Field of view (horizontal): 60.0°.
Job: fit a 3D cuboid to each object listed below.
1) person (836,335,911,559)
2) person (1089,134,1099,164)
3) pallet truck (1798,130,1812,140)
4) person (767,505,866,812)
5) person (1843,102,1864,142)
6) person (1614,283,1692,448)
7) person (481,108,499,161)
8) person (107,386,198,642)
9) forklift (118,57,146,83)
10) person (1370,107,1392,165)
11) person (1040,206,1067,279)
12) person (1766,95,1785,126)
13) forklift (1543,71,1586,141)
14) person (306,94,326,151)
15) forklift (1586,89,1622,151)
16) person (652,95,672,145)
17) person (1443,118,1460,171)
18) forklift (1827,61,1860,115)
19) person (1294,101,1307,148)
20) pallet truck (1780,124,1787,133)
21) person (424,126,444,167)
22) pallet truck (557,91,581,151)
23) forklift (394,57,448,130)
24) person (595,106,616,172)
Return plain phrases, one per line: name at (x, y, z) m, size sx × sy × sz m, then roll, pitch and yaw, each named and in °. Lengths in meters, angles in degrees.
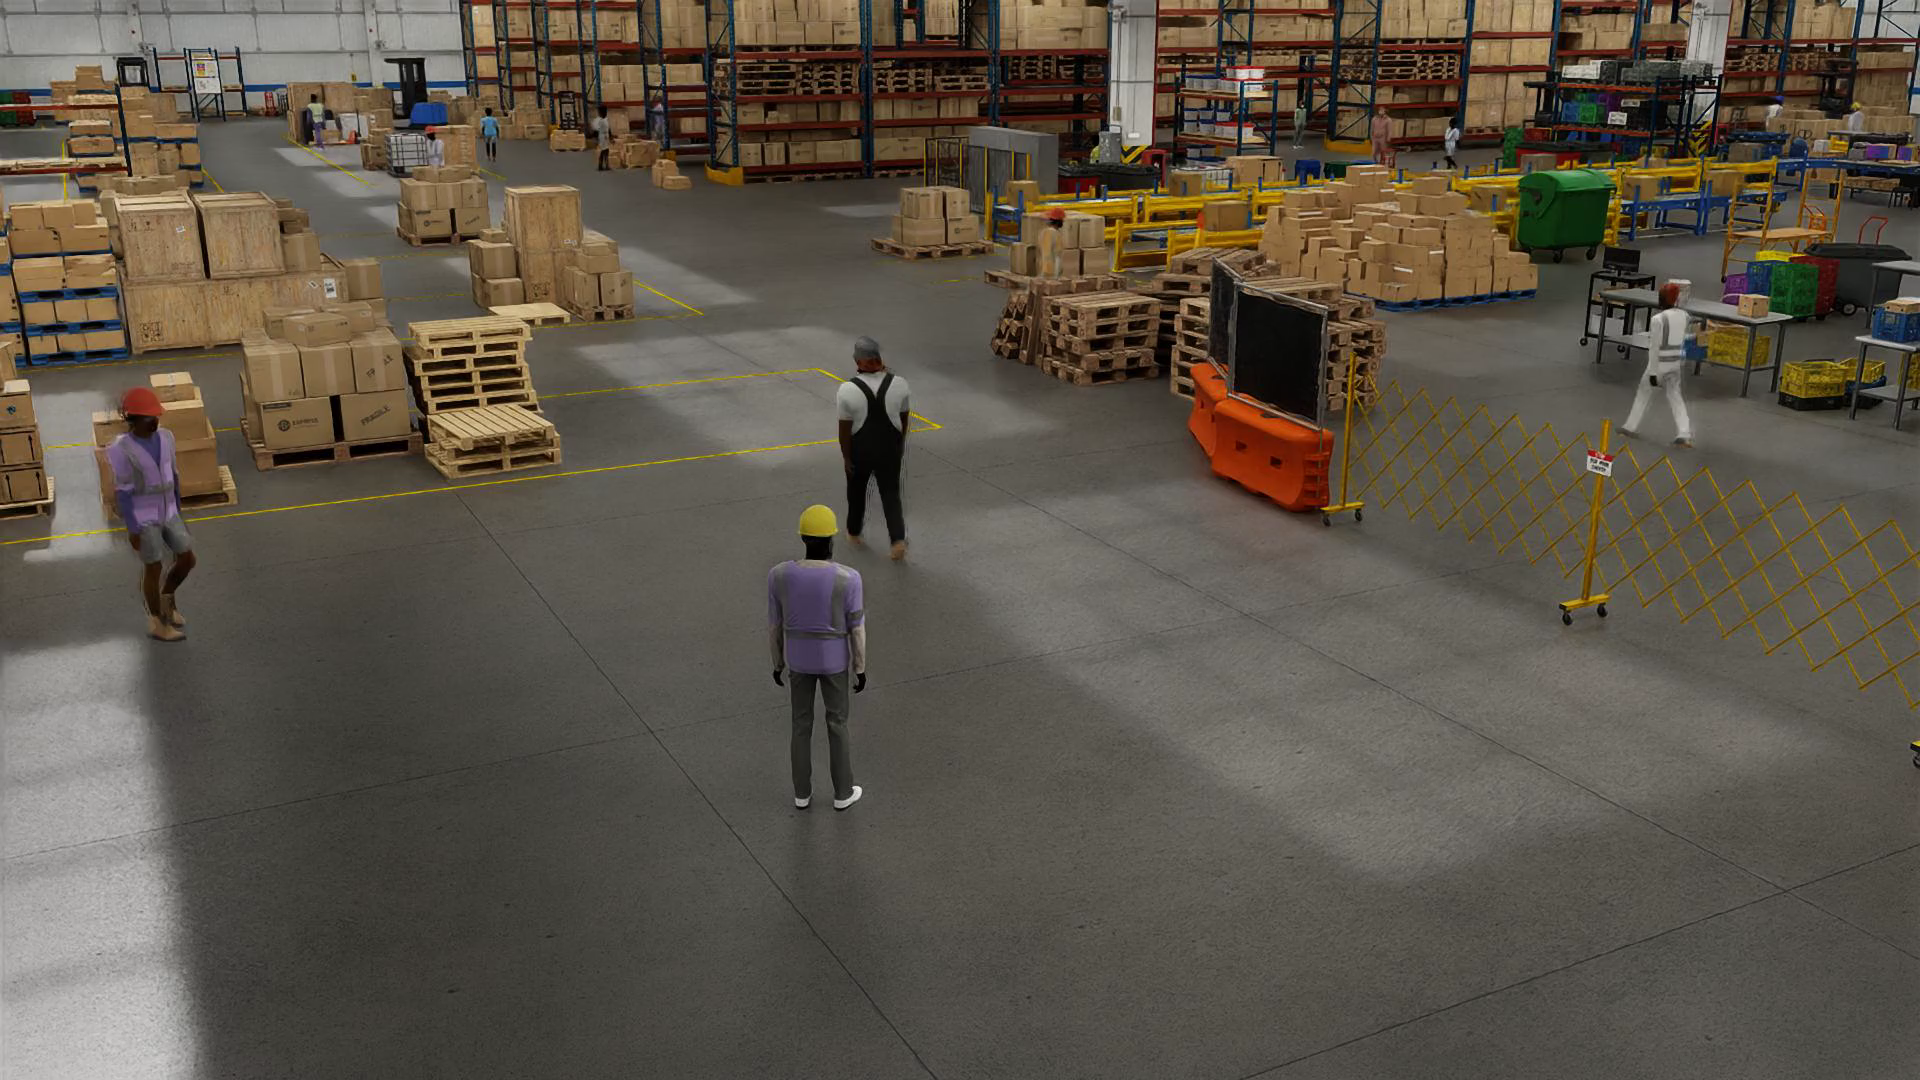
person at (-0.762, -0.854, 14.849) m, size 0.683 × 2.000 × 0.982 m, roll -5°, pitch 18°, yaw -15°
person at (3.414, -9.340, 41.861) m, size 0.317 × 1.695 × 0.540 m, roll 1°, pitch 18°, yaw 4°
pallet truck at (25.526, -11.556, 49.408) m, size 1.630 × 1.274 × 0.653 m, roll -9°, pitch 20°, yaw -26°
person at (-0.859, 0.723, 10.122) m, size 0.594 × 1.922 × 0.375 m, roll 3°, pitch 18°, yaw 8°
person at (29.048, -13.286, 53.991) m, size 0.584 × 1.804 × 0.866 m, roll -8°, pitch 19°, yaw -22°
person at (7.907, -1.957, 18.643) m, size 0.583 × 1.837 × 0.999 m, roll -8°, pitch 19°, yaw -23°
person at (-15.048, -12.989, 53.294) m, size 0.548 × 1.644 × 0.889 m, roll -6°, pitch 19°, yaw -18°
person at (-6.185, -0.187, 12.805) m, size 0.422 × 2.028 × 0.612 m, roll 8°, pitch 19°, yaw 23°
forklift at (-33.164, -17.981, 66.893) m, size 1.129 × 2.768 × 1.873 m, roll -9°, pitch 20°, yaw -26°
person at (12.739, -12.167, 50.414) m, size 0.653 × 1.865 × 0.901 m, roll 8°, pitch 20°, yaw 25°
person at (1.333, -4.074, 25.105) m, size 0.881 × 1.911 × 0.546 m, roll -12°, pitch 21°, yaw -32°
person at (27.396, -13.940, 55.840) m, size 0.734 × 1.913 × 0.623 m, roll -8°, pitch 20°, yaw -24°
forklift at (18.685, -13.231, 52.085) m, size 1.873 × 2.768 × 1.129 m, roll -9°, pitch 20°, yaw -26°
person at (-22.206, -14.351, 57.189) m, size 0.924 × 1.881 × 0.599 m, roll 10°, pitch 20°, yaw 29°
forklift at (21.224, -14.374, 55.648) m, size 1.873 × 2.768 × 1.129 m, roll -9°, pitch 20°, yaw -26°
person at (-10.154, -14.155, 56.556) m, size 1.002 × 1.902 × 0.629 m, roll -4°, pitch 18°, yaw -13°
person at (14.374, -11.483, 48.554) m, size 0.594 × 1.681 × 0.543 m, roll -7°, pitch 19°, yaw -21°
forklift at (32.946, -16.499, 62.270) m, size 1.873 × 2.768 × 1.129 m, roll -9°, pitch 20°, yaw -26°
person at (11.890, -14.507, 58.070) m, size 0.504 × 1.631 × 0.280 m, roll -9°, pitch 20°, yaw -25°
pallet truck at (25.206, -12.542, 52.601) m, size 1.601 × 1.201 × 0.680 m, roll 0°, pitch 18°, yaw -2°
person at (-13.220, -9.418, 41.769) m, size 0.568 × 1.909 × 0.771 m, roll 9°, pitch 20°, yaw 26°
pallet truck at (-13.495, -14.412, 57.188) m, size 0.823 × 1.965 × 1.885 m, roll -3°, pitch 18°, yaw -9°
forklift at (-21.553, -17.740, 66.141) m, size 1.873 × 2.768 × 1.129 m, roll 6°, pitch 19°, yaw 17°
person at (-10.595, -12.015, 49.817) m, size 0.777 × 1.930 × 0.615 m, roll 4°, pitch 18°, yaw 13°
